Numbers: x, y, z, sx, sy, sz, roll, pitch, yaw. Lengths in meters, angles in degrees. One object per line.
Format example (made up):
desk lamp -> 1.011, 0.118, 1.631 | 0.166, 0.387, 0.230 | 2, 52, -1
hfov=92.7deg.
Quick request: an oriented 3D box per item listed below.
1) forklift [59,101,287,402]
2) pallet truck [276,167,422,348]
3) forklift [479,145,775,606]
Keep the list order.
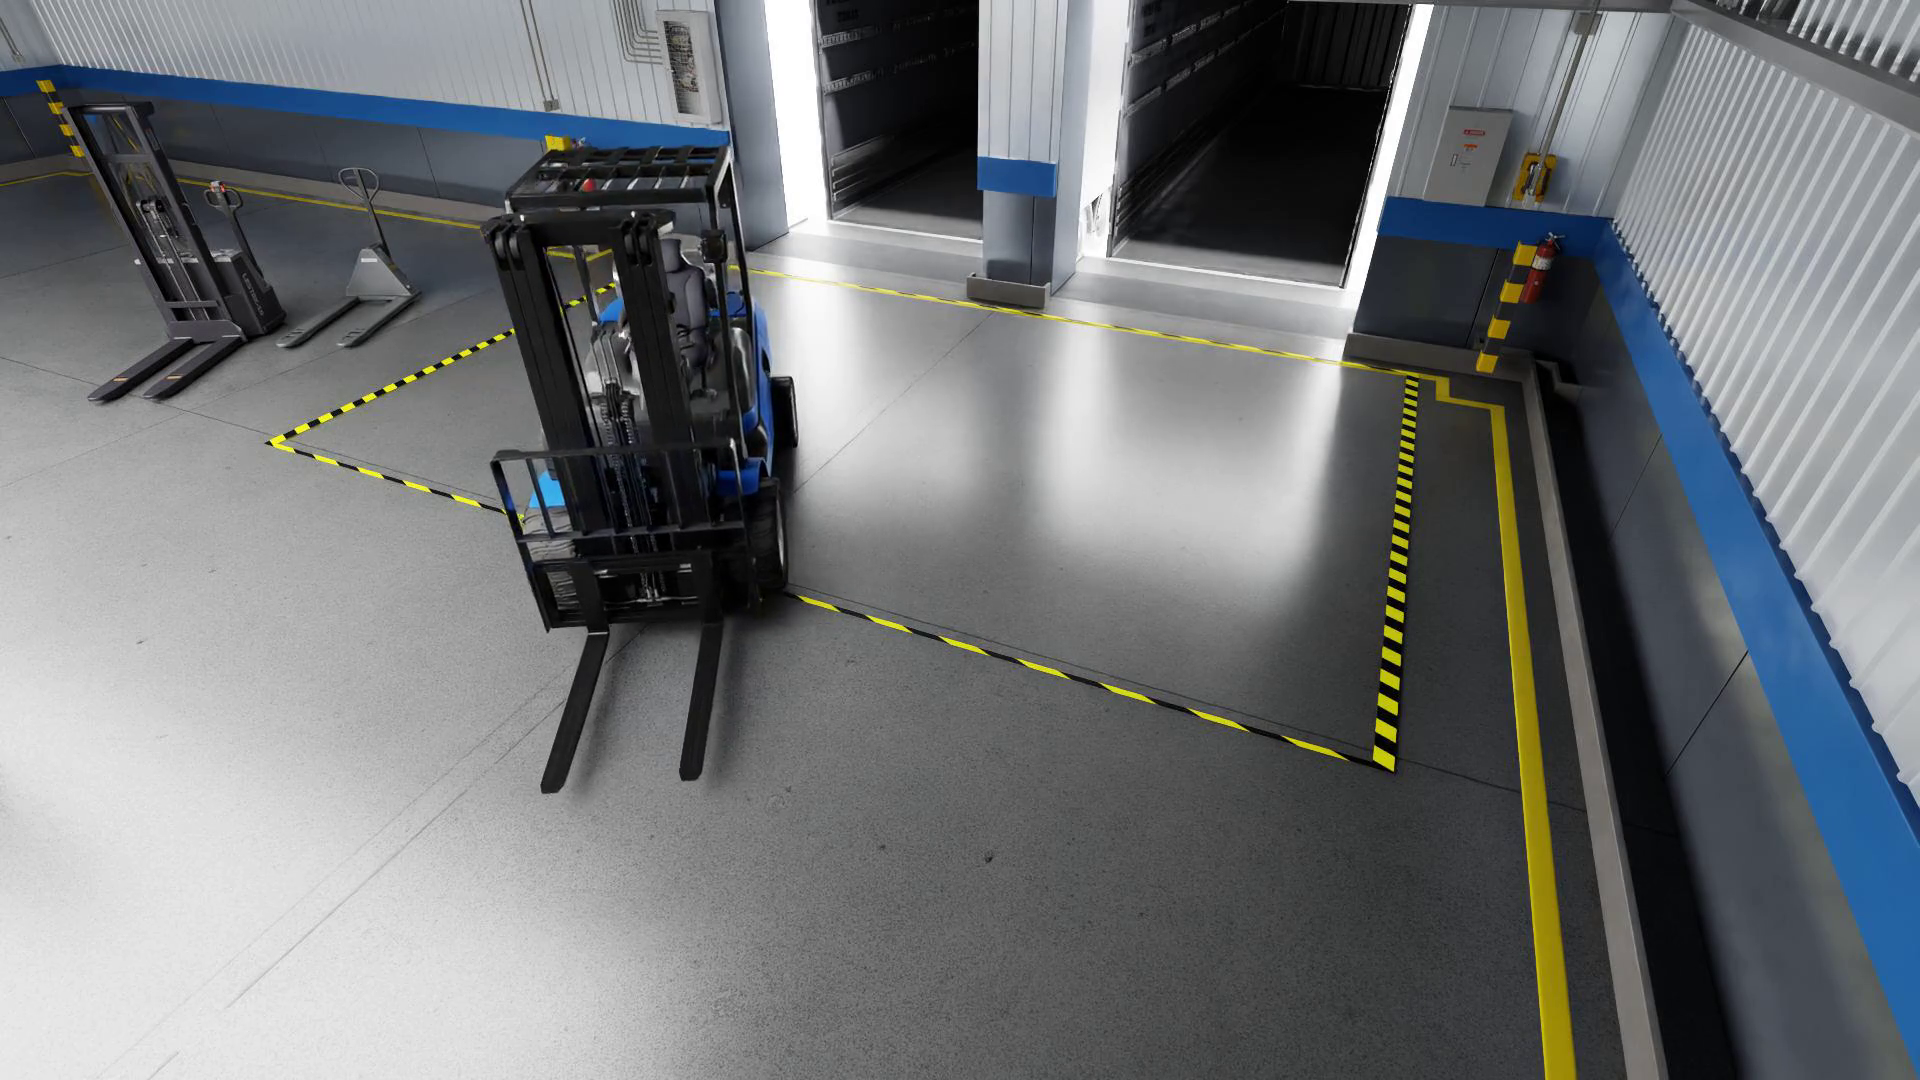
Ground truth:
forklift -> -6.686, -2.387, 7.434 | 0.823, 1.965, 1.885 | -3, 35, -5
pallet truck -> -5.732, -2.611, 8.414 | 0.680, 1.201, 1.601 | -1, 35, -1
forklift -> -1.761, -1.128, 5.323 | 1.157, 2.036, 2.680 | -4, 35, -6
